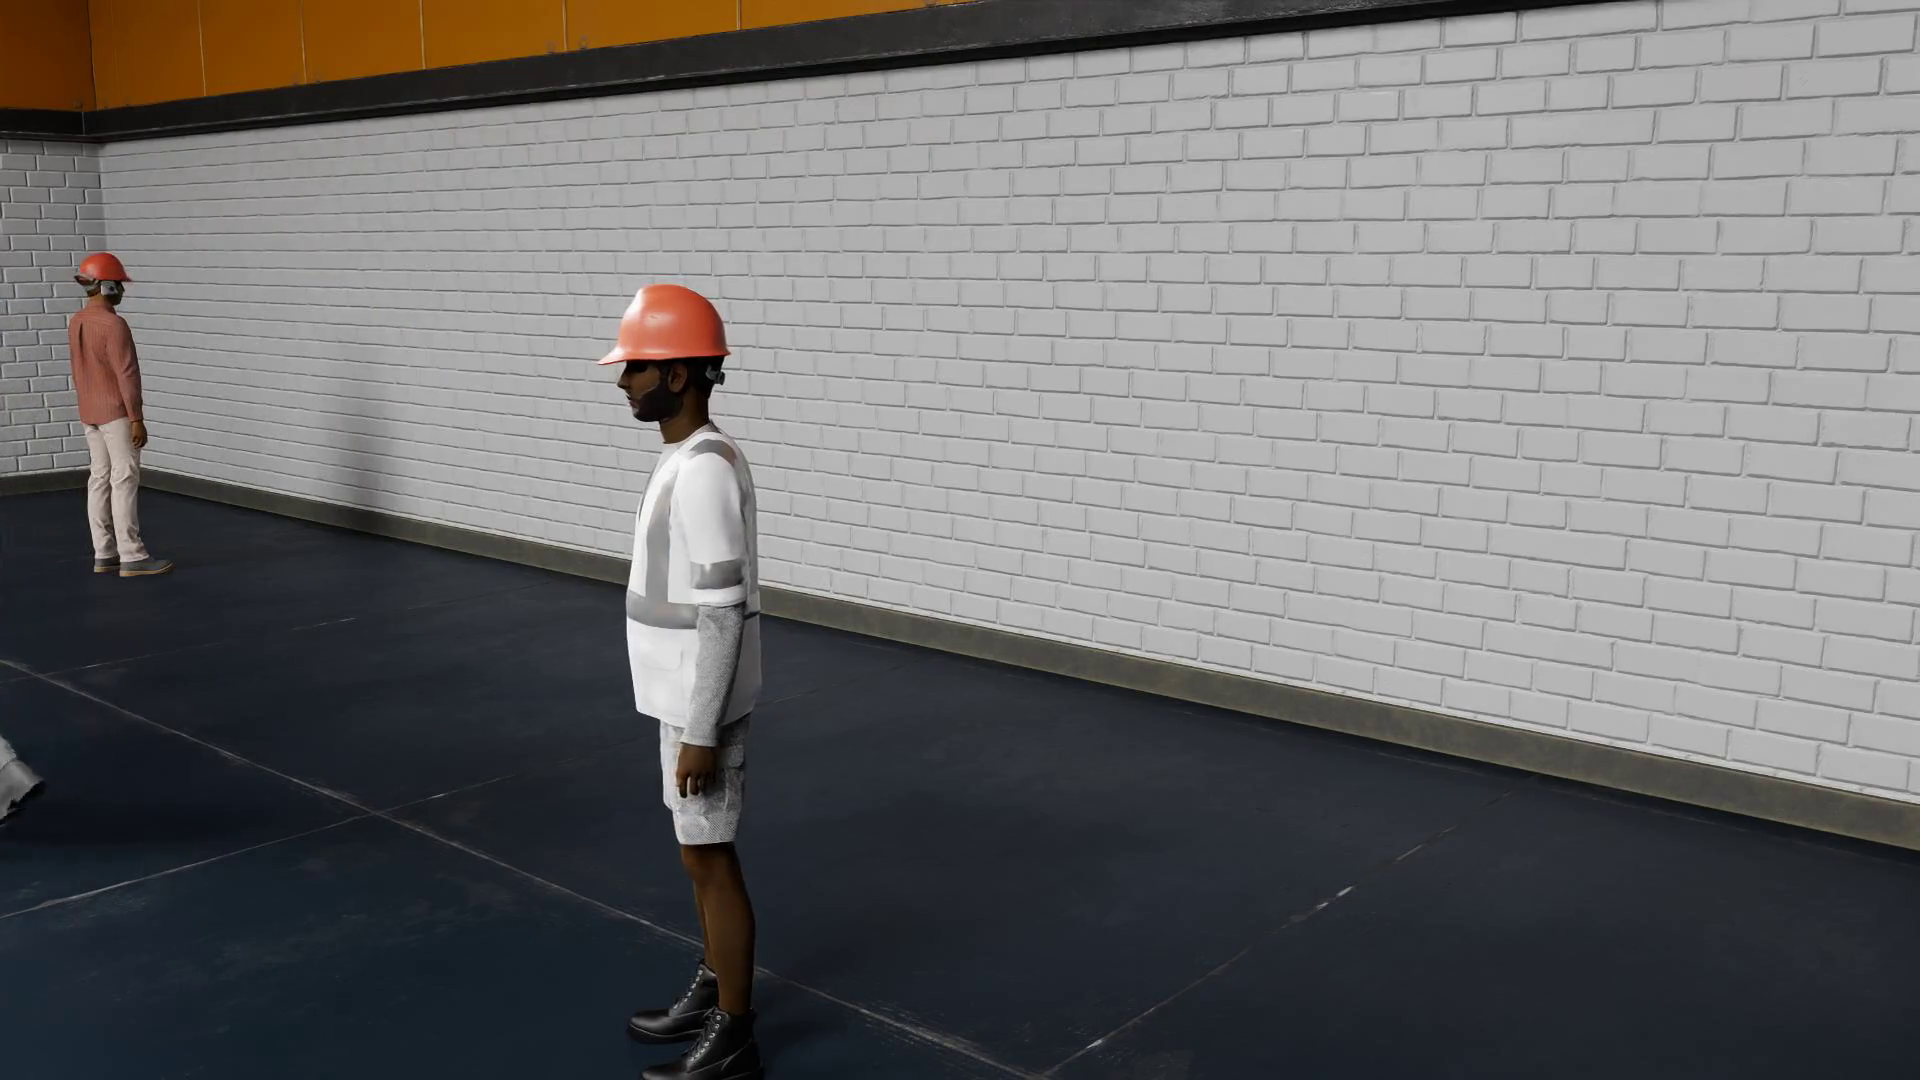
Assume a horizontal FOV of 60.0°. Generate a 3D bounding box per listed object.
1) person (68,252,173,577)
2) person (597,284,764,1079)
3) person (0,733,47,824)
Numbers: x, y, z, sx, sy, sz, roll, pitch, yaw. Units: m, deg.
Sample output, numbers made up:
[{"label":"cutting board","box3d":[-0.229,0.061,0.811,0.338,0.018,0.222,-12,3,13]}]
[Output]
[{"label":"person","box3d":[-5.238,-0.770,10.294,0.611,1.996,0.375,7,12,34]},{"label":"person","box3d":[-0.660,0.366,3.992,0.356,1.936,0.551,-3,10,-14]},{"label":"person","box3d":[-3.435,0.116,5.418,0.466,1.935,0.607,0,10,2]}]
